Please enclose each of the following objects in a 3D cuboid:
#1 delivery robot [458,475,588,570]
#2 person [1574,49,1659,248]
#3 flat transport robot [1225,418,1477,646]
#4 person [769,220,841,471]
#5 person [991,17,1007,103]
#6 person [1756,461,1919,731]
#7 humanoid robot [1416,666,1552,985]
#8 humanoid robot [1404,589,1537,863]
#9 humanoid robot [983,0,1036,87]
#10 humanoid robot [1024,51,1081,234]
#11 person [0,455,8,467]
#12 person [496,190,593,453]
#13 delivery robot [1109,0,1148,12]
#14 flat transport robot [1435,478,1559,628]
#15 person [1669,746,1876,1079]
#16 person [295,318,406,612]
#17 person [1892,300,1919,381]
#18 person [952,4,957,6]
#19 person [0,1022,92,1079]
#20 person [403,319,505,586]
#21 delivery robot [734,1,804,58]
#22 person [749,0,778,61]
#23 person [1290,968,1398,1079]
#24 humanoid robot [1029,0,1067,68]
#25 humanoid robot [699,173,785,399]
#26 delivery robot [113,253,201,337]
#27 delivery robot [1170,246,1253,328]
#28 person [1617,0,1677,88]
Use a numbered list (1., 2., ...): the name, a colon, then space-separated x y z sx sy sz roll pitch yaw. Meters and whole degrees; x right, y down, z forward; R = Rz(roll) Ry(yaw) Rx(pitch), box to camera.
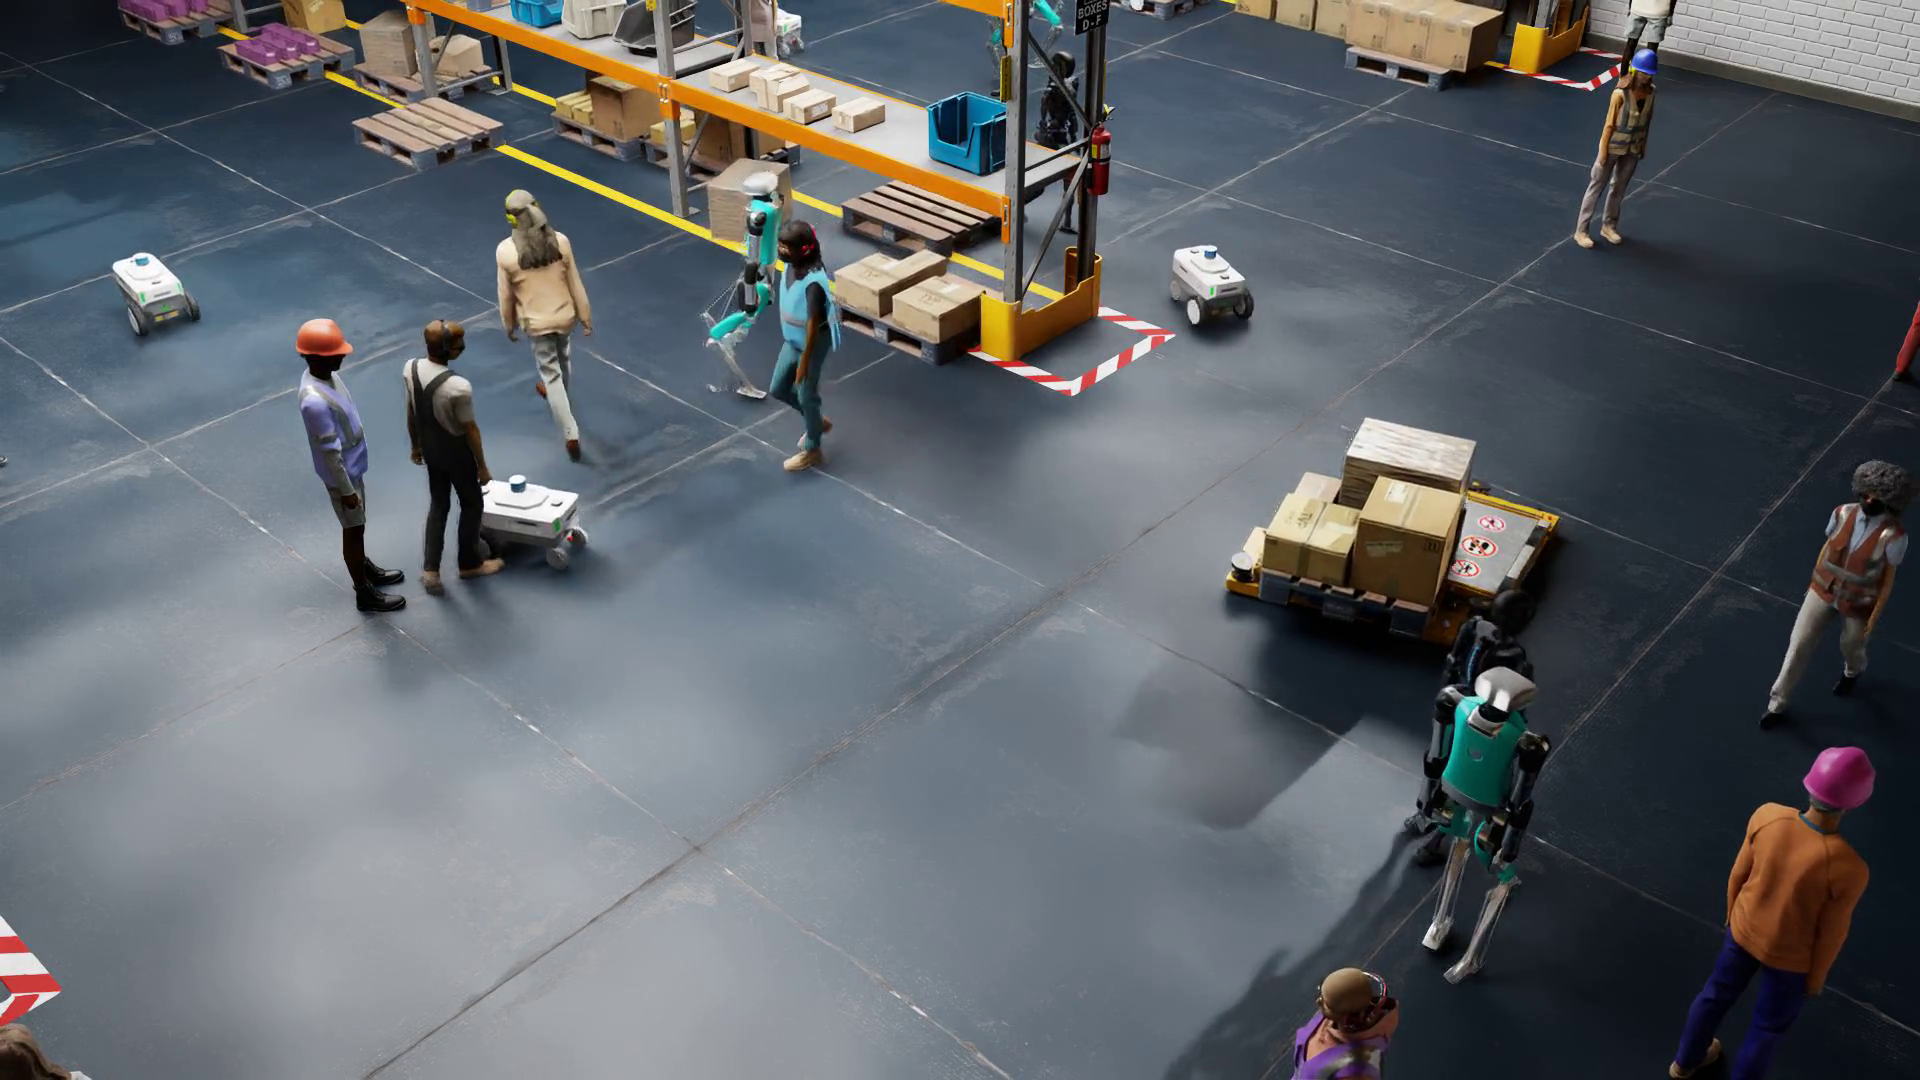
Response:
1. delivery robot: -2.853 -0.145 10.774 0.775 0.601 0.499 9 36 13
2. person: 5.731 -3.375 14.381 0.465 1.769 0.354 -11 36 -15
3. flat transport robot: 2.460 0.243 10.458 1.431 0.231 0.659 15 37 20
4. person: -1.074 -1.302 11.304 0.463 1.854 0.526 -22 40 -29
5. person: 0.492 -5.522 17.357 0.383 1.931 0.544 -8 36 -12
6. person: 4.918 0.283 9.177 0.802 1.661 0.439 -25 42 -32
7. humanoid robot: 2.449 1.237 7.700 0.663 1.771 0.543 -29 44 -35
8. humanoid robot: 2.524 0.932 8.224 0.366 1.636 0.610 -14 37 -20
9. humanoid robot: 0.526 -5.730 17.844 0.705 1.803 0.537 17 38 23
10. humanoid robot: 0.807 -3.526 14.717 0.753 1.639 0.614 22 40 29
11. person: -6.947 -1.231 11.219 0.404 1.828 0.602 15 37 21
12. person: -2.909 -1.560 11.709 0.596 1.824 1.004 -20 39 -26
13. delivery robot: 2.149 -6.866 20.479 0.744 0.564 0.499 27 43 33
14. flat transport robot: 3.329 0.087 10.685 0.659 0.231 1.431 20 39 26
15. person: 3.400 1.648 6.924 0.389 1.977 0.504 -18 38 -24
16. person: -3.679 -0.446 9.993 0.359 1.934 0.542 -9 36 -13
17. person: 7.389 -1.943 12.315 0.516 1.756 0.340 24 41 31
18. person: 0.115 -7.319 20.113 0.498 1.754 0.356 22 40 29
19. person: -3.273 2.372 6.148 0.484 1.659 0.338 -16 38 -22
20. person: -3.179 -0.494 10.179 0.560 1.811 0.535 17 38 23
21. delivery robot: -2.186 -5.875 19.069 0.782 0.594 0.499 20 39 26
22. person: -2.106 -5.412 17.426 0.450 1.657 0.286 14 37 20
23. person: 1.411 2.232 6.328 0.345 1.686 0.474 2 35 3
24. humanoid robot: 0.944 -6.092 18.338 0.693 1.771 0.540 2 35 3
25. humanoid robot: -1.626 -1.776 12.192 0.750 1.903 0.564 7 35 10
26. delivery robot: -6.563 -2.021 13.503 0.499 0.613 0.814 -26 42 -32
27. delivery robot: 2.037 -2.097 13.614 0.499 0.614 0.817 -12 36 -17
28. person: 7.327 -5.600 17.661 0.535 1.699 0.322 26 42 32
